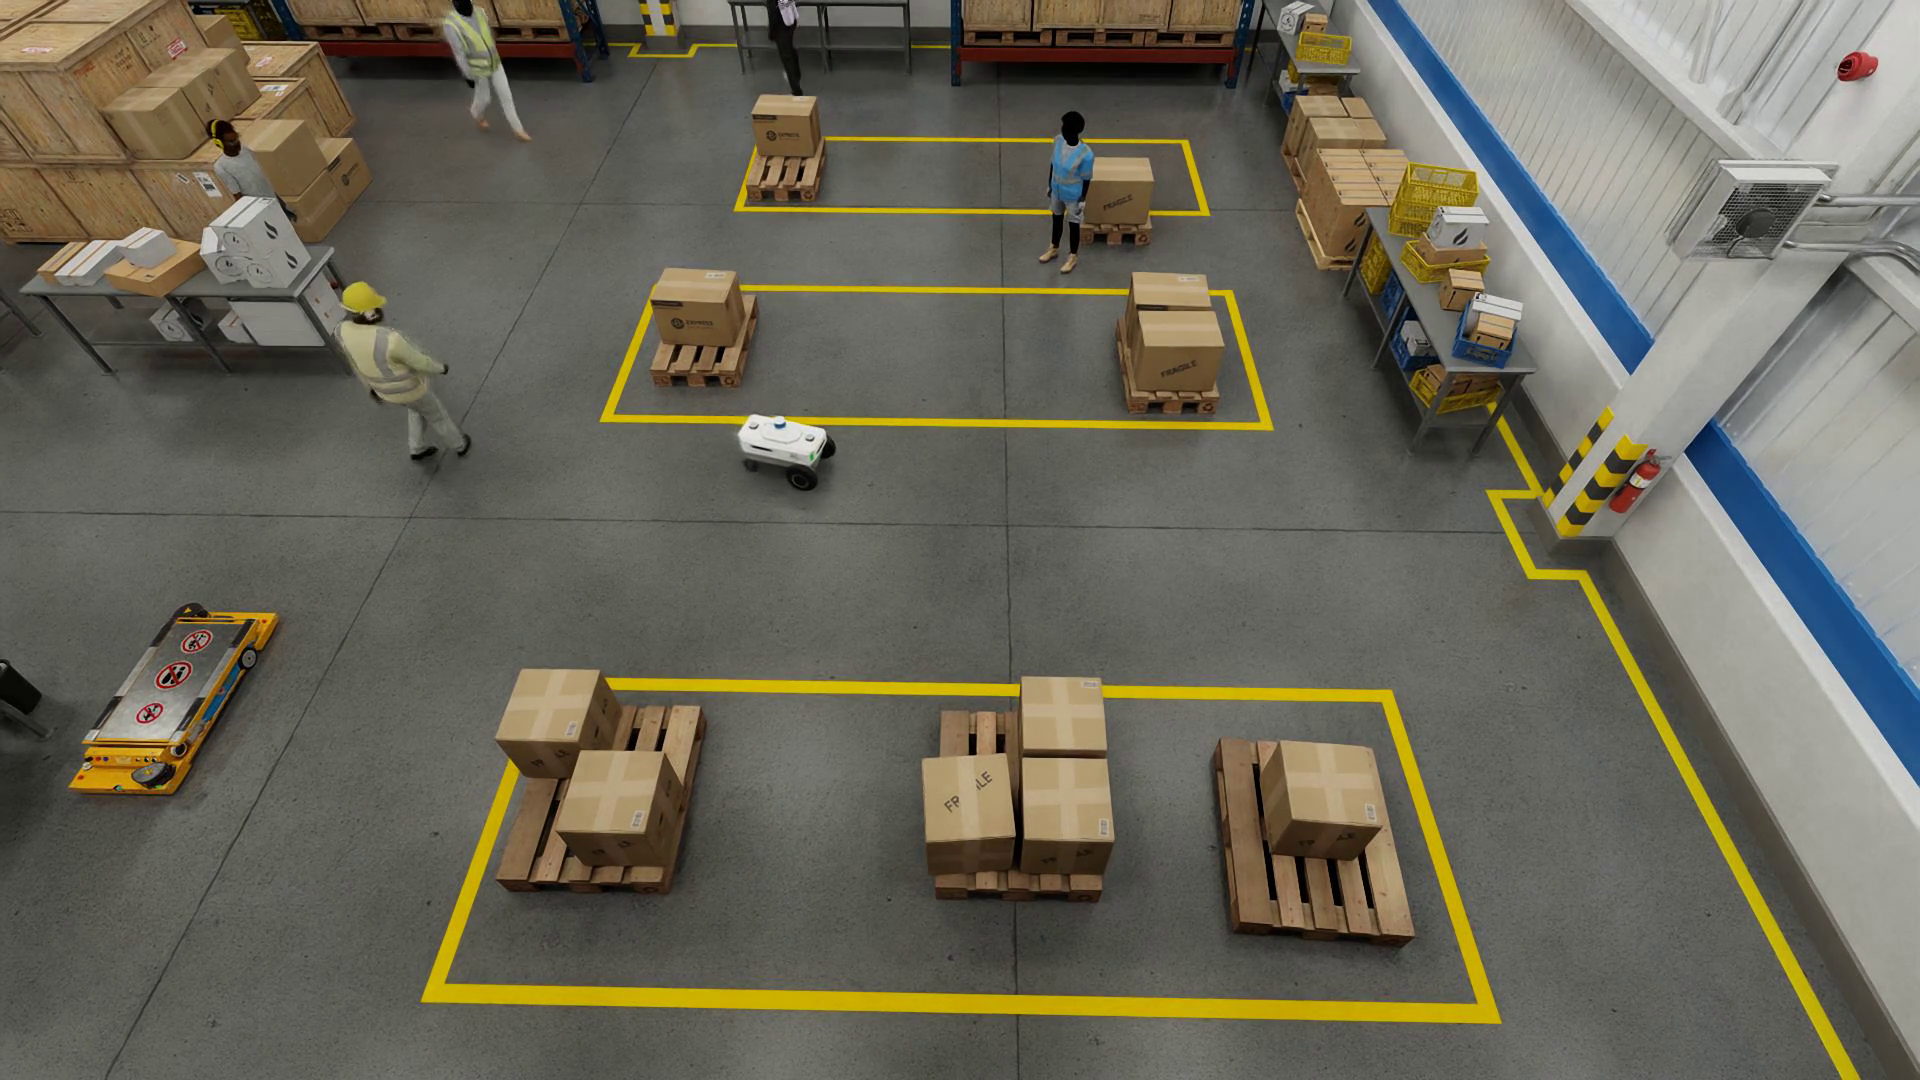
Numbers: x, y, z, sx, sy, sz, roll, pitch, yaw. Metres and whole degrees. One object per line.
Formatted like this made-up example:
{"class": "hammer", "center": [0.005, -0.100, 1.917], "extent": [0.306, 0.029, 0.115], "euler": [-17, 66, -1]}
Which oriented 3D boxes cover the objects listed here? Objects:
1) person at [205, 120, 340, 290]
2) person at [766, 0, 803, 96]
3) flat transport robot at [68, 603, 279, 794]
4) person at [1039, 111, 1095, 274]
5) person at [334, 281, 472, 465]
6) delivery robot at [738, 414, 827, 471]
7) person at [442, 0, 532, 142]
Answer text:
{"class": "person", "center": [-6.776, -3.199, 9.018], "extent": [0.329, 1.868, 0.512], "euler": [1, 50, 1]}
{"class": "person", "center": [-2.346, -6.919, 12.175], "extent": [0.560, 1.870, 0.768], "euler": [11, 51, 9]}
{"class": "flat transport robot", "center": [-5.504, 1.072, 6.442], "extent": [0.652, 0.197, 1.431], "euler": [1, 50, 1]}
{"class": "person", "center": [1.104, -3.575, 9.447], "extent": [0.321, 1.694, 0.529], "euler": [-36, 59, -27]}
{"class": "person", "center": [-4.487, -1.314, 7.473], "extent": [0.627, 1.801, 0.551], "euler": [18, 52, 15]}
{"class": "delivery robot", "center": [-1.510, -0.846, 7.821], "extent": [0.707, 0.478, 0.477], "euler": [13, 51, 11]}
{"class": "person", "center": [-5.966, -5.880, 11.323], "extent": [0.808, 1.816, 0.637], "euler": [24, 54, 19]}
